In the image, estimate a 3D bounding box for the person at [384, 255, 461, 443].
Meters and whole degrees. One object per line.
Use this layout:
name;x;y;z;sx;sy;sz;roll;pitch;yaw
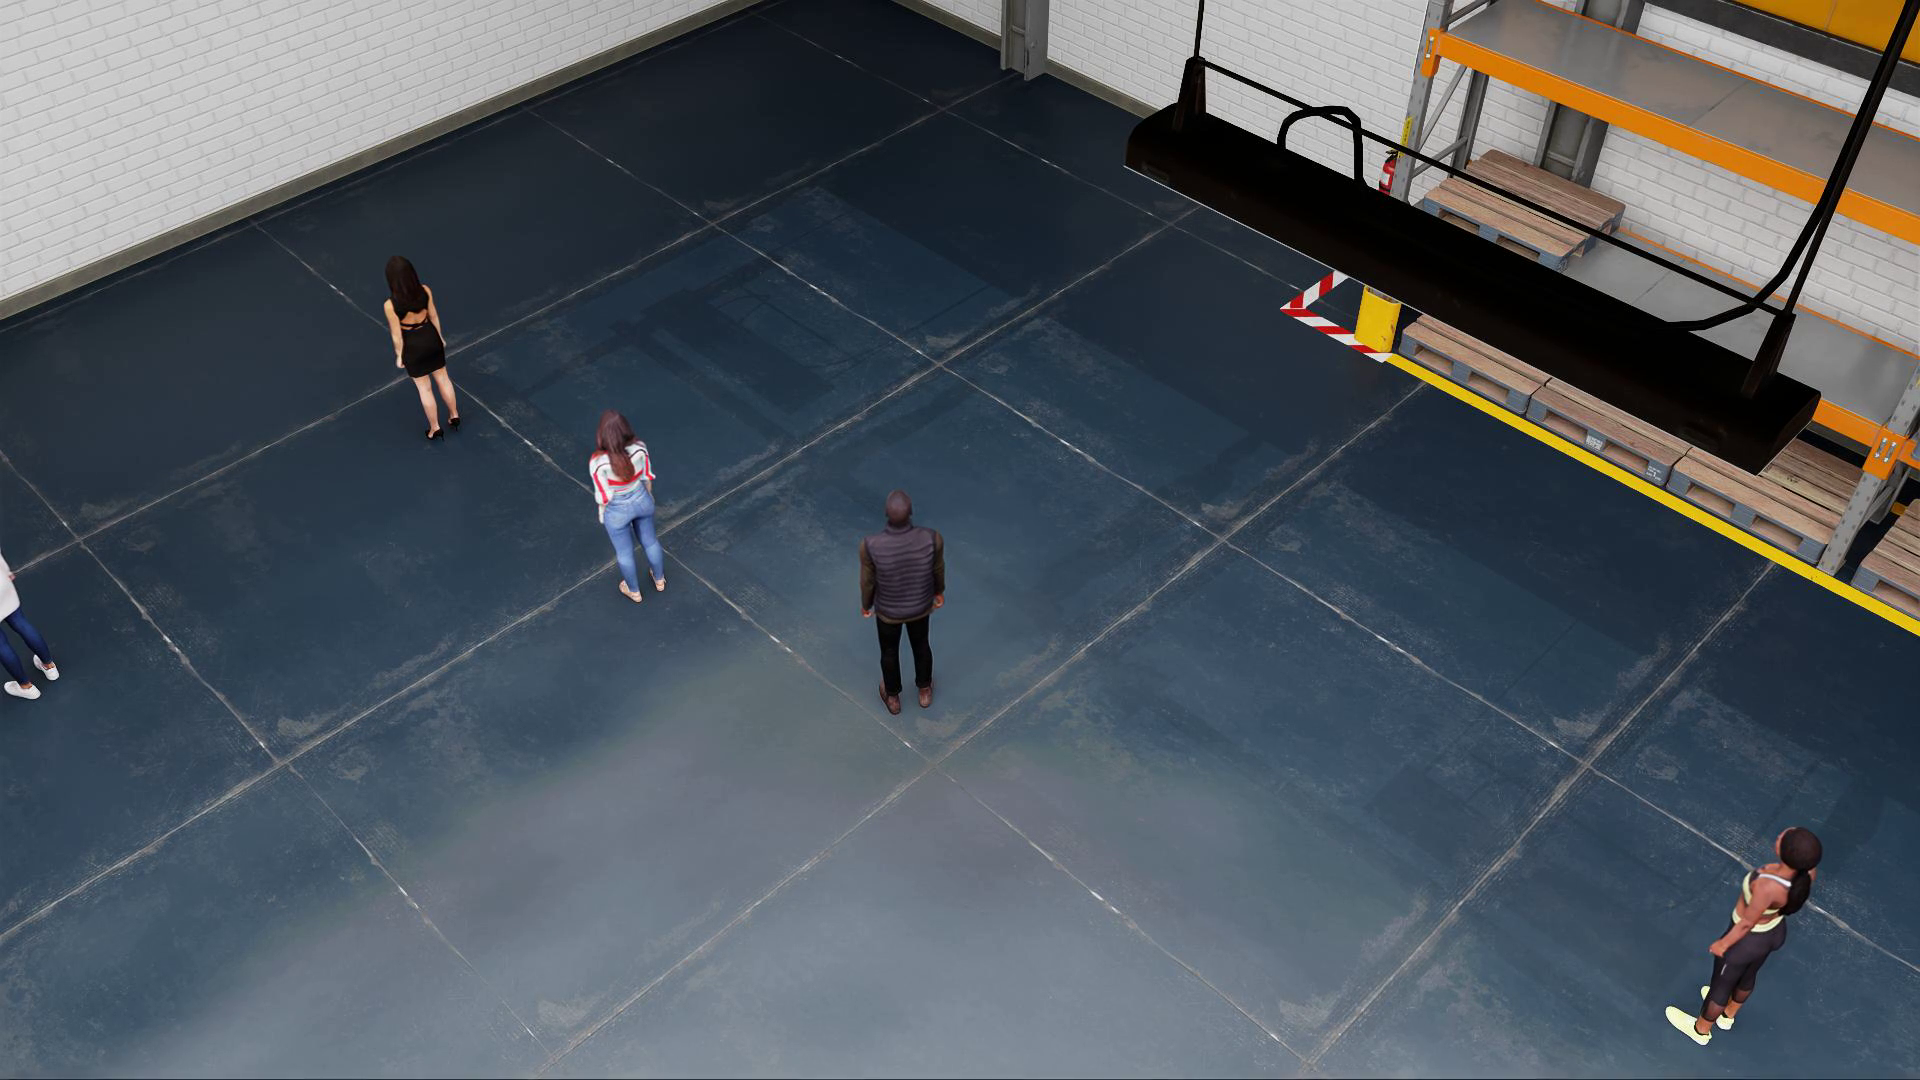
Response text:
person;-4.091;-1.450;12.653;0.550;1.650;0.465;-34;53;-30

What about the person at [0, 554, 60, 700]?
person;-6.289;0.333;10.691;0.640;1.775;0.677;20;47;20

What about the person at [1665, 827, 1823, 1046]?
person;4.218;2.112;8.838;0.619;1.755;0.605;-19;47;-19

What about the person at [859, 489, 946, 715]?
person;-0.369;0.398;10.579;0.780;1.835;0.771;-9;44;-9

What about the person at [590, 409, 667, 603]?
person;-2.281;-0.239;11.409;0.634;1.612;0.565;-25;49;-24
